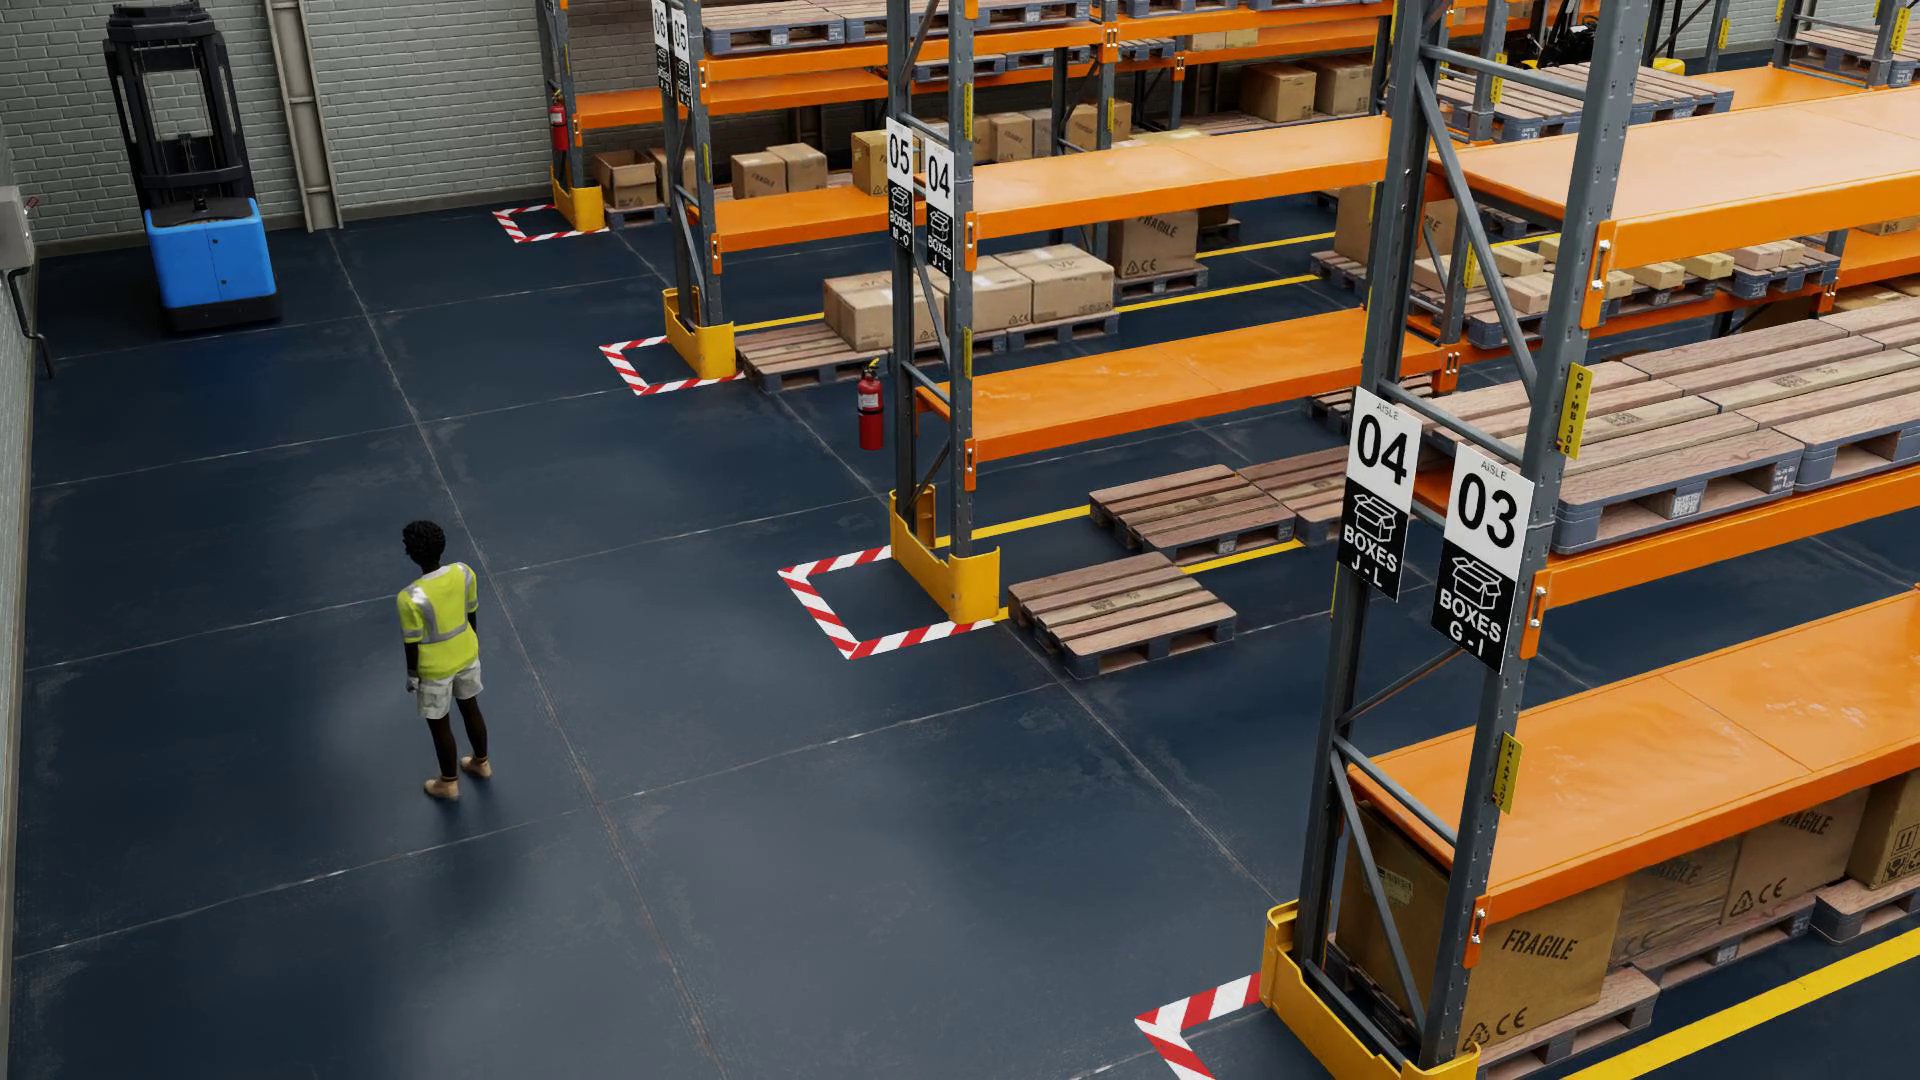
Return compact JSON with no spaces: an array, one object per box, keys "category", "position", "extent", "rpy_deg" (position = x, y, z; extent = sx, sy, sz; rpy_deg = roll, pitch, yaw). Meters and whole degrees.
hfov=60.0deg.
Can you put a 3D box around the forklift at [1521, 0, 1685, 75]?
[{"category":"forklift","position":[8.950,-6.807,23.056],"extent":[1.214,2.155,2.313],"rpy_deg":[-12,30,-22]}]

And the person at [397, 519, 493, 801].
[{"category":"person","position":[-2.873,0.668,9.282],"extent":[0.319,1.687,0.538],"rpy_deg":[14,31,26]}]

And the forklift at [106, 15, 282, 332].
[{"category":"forklift","position":[-7.548,-3.672,16.323],"extent":[1.129,2.768,1.873],"rpy_deg":[-12,30,-22]}]
